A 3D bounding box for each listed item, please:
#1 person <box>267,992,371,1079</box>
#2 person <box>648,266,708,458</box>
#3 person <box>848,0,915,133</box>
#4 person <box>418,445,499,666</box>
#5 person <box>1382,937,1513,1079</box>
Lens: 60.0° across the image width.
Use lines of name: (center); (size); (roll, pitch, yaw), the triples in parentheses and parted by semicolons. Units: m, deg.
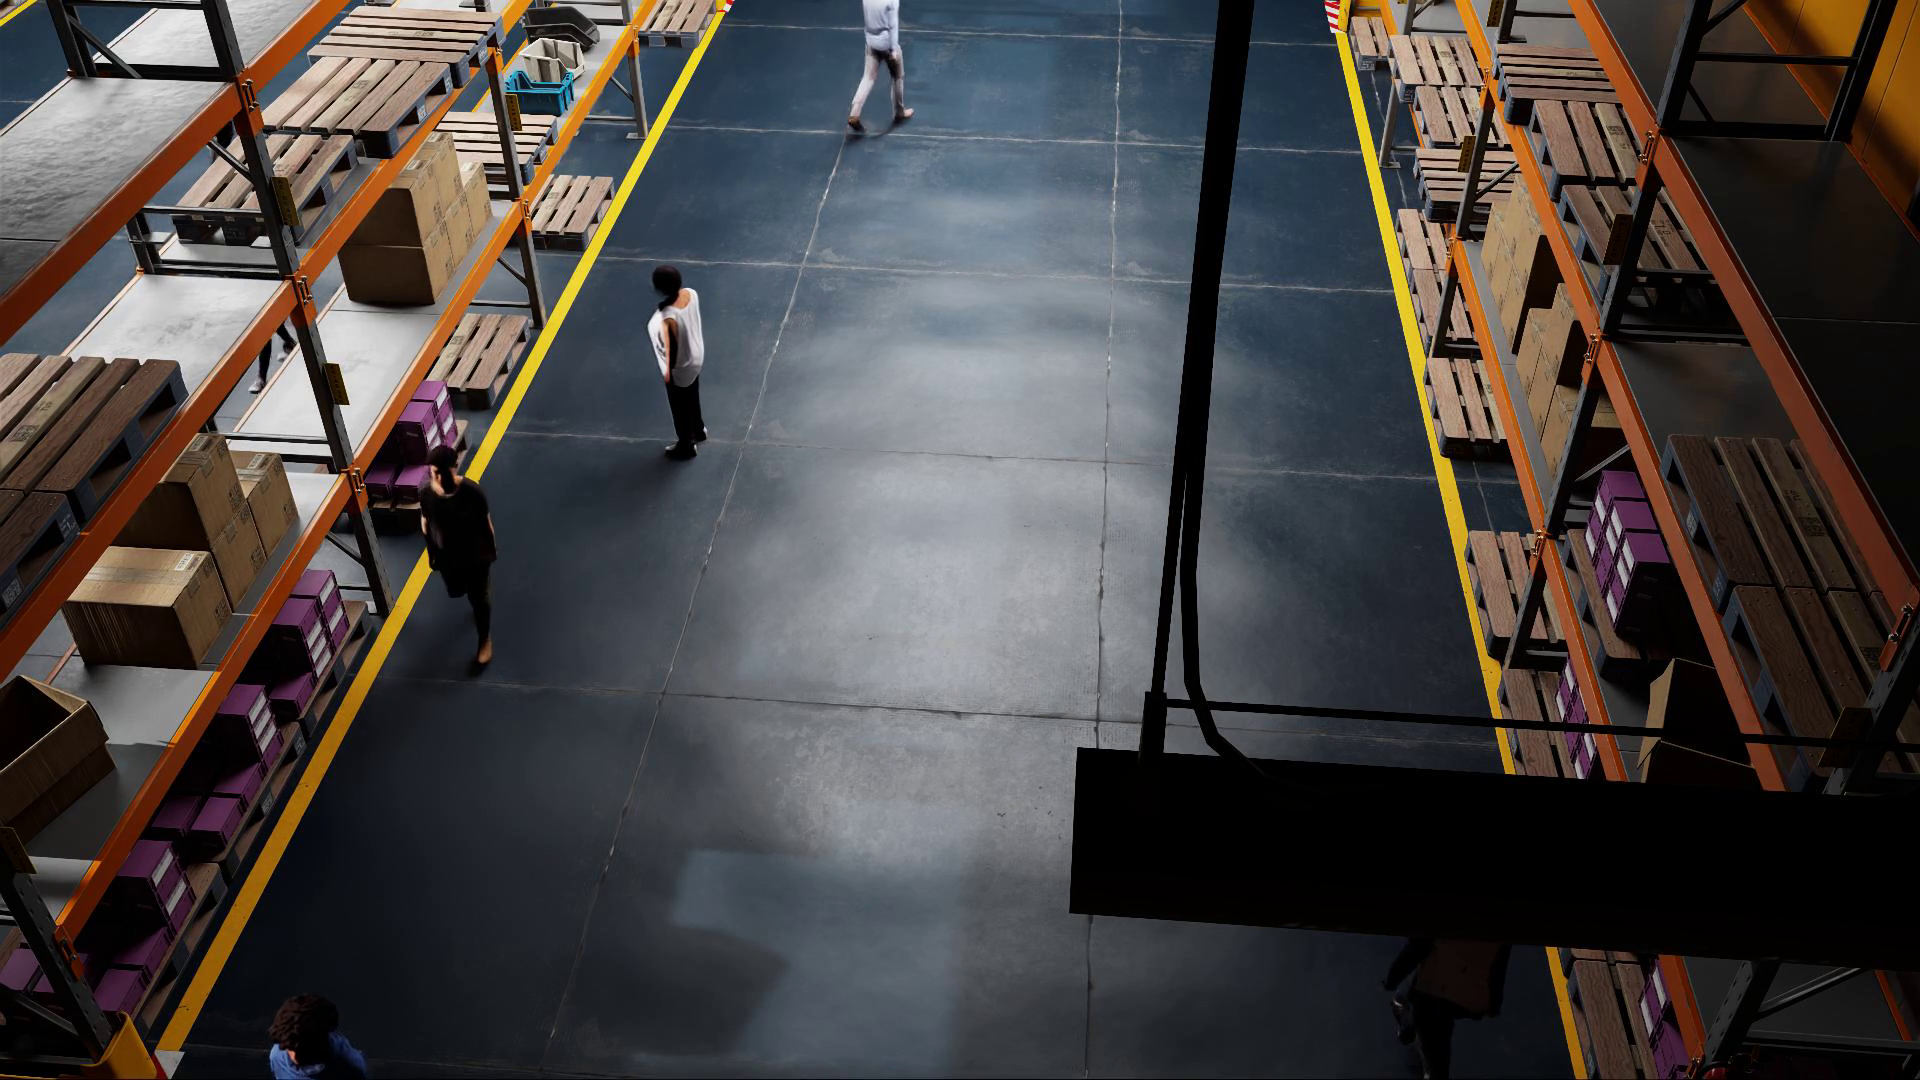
person: (-2.914, 2.730, 7.992); (0.752, 1.765, 1.163); (6, 39, 8)
person: (-2.255, -1.450, 13.285); (0.759, 1.691, 0.607); (10, 40, 13)
person: (-0.917, -5.293, 17.962); (1.059, 1.861, 1.294); (23, 44, 26)
person: (-3.420, 0.015, 11.450); (0.599, 1.693, 0.938); (2, 39, 3)
person: (2.492, 2.371, 8.383); (0.933, 1.838, 1.308); (-8, 39, -9)
